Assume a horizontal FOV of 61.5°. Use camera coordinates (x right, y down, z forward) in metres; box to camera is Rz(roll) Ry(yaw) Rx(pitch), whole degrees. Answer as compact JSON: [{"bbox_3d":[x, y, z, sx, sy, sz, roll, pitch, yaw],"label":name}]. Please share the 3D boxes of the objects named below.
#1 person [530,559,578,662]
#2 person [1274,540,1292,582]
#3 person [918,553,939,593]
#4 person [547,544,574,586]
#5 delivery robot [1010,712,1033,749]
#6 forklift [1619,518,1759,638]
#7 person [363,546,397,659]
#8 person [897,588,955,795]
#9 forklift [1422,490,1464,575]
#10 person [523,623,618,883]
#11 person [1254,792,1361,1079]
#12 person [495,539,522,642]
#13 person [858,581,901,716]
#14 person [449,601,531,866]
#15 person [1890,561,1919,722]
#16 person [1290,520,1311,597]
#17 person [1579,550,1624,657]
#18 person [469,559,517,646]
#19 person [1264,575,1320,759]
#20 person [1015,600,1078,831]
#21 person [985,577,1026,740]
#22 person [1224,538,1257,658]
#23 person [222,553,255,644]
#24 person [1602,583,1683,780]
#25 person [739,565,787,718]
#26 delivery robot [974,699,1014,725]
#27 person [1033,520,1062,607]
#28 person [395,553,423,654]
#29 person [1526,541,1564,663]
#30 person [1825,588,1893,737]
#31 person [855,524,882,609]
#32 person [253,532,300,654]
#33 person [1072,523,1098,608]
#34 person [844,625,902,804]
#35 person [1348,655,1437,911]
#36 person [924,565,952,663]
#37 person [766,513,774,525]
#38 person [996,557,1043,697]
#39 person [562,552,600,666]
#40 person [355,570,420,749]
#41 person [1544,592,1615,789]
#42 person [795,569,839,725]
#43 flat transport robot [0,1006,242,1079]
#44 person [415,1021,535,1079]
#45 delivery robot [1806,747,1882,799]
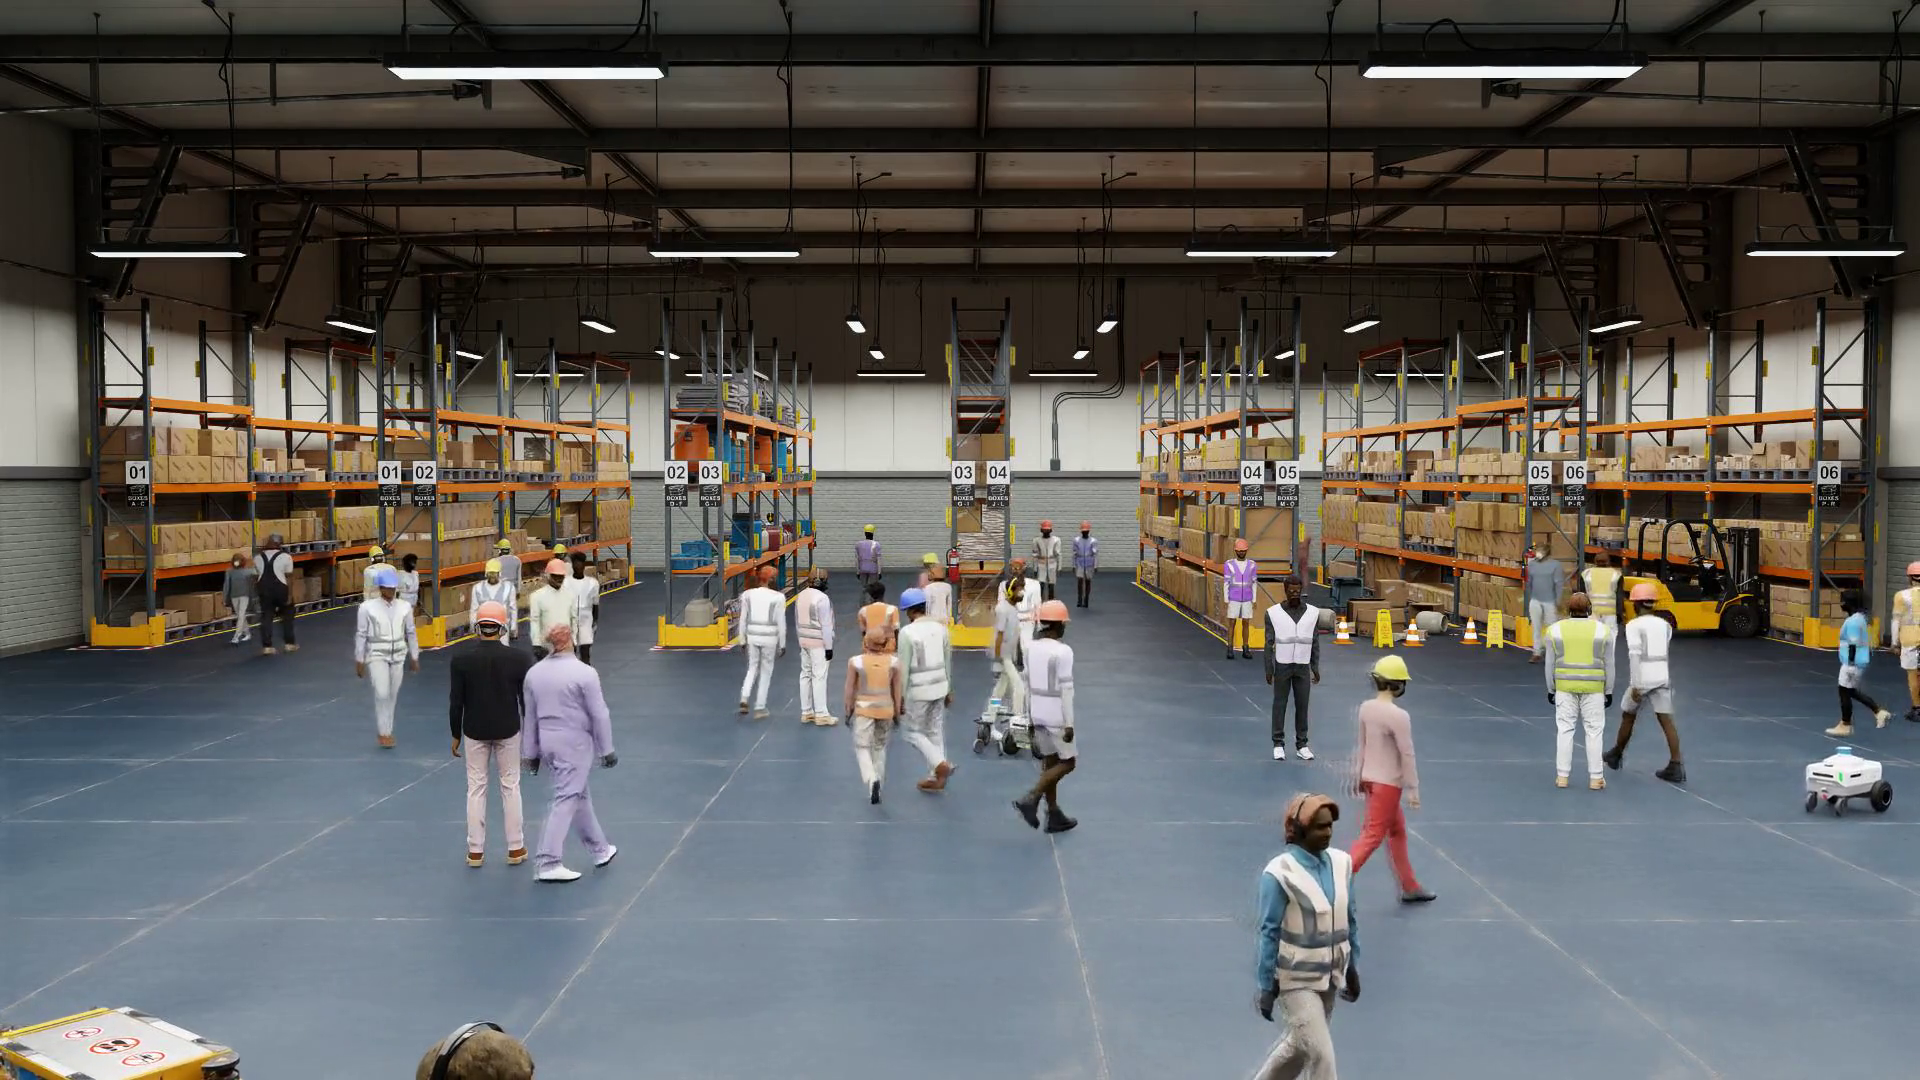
[{"bbox_3d":[-4.705,1.209,18.961,0.657,1.951,0.961,-2,3,-40],"label":"person"},{"bbox_3d":[7.484,0.481,37.680,0.585,1.927,0.366,0,2,12],"label":"person"},{"bbox_3d":[-0.535,1.066,25.129,0.488,1.748,0.537,1,2,24],"label":"person"},{"bbox_3d":[-6.891,0.949,27.890,0.526,1.769,0.330,1,2,13],"label":"person"},{"bbox_3d":[0.854,1.951,17.073,0.477,0.478,0.707,2,3,43],"label":"delivery robot"},{"bbox_3d":[13.417,0.684,29.791,2.313,2.155,1.214,0,2,0],"label":"forklift"},{"bbox_3d":[-9.299,1.005,25.811,0.403,1.822,0.589,2,3,35],"label":"person"},{"bbox_3d":[-0.308,1.396,14.819,0.597,1.909,0.692,2,3,41],"label":"person"},{"bbox_3d":[13.926,-0.371,47.846,1.873,2.768,1.129,0,2,0],"label":"forklift"},{"bbox_3d":[-2.815,1.541,11.900,0.624,1.853,0.852,2,3,38],"label":"person"},{"bbox_3d":[1.466,1.861,6.909,0.523,1.606,0.808,-2,3,-37],"label":"person"},{"bbox_3d":[-8.016,0.894,28.450,0.588,1.835,0.403,-2,3,-43],"label":"person"},{"bbox_3d":[-0.941,1.332,19.557,0.551,1.664,0.618,0,2,11],"label":"person"},{"bbox_3d":[-3.552,1.457,12.272,0.623,1.992,0.396,-1,2,-13],"label":"person"},{"bbox_3d":[11.493,1.215,19.418,0.538,1.916,0.420,0,2,4],"label":"person"},{"bbox_3d":[8.204,0.445,39.378,0.645,1.862,0.957,-1,2,-19],"label":"person"},{"bbox_3d":[9.559,1.070,24.072,0.624,1.829,0.440,1,2,24],"label":"person"},{"bbox_3d":[-6.322,1.169,21.812,0.611,1.800,0.787,0,2,-9],"label":"person"},{"bbox_3d":[3.454,1.318,16.843,0.589,1.914,0.377,0,2,-7],"label":"person"},{"bbox_3d":[0.707,1.450,13.268,0.595,1.921,0.553,-2,3,-37],"label":"person"},{"bbox_3d":[0.588,1.319,17.832,0.783,1.819,0.654,1,2,14],"label":"person"},{"bbox_3d":[4.523,0.940,25.995,0.548,1.936,0.378,0,2,-2],"label":"person"},{"bbox_3d":[-12.680,1.021,28.407,0.511,1.588,0.881,0,2,1],"label":"person"},{"bbox_3d":[6.722,1.372,15.860,0.584,1.875,0.994,-1,2,-19],"label":"person"},{"bbox_3d":[-2.399,1.230,19.562,0.606,1.863,0.485,1,2,16],"label":"person"},{"bbox_3d":[0.375,1.815,17.279,0.335,0.223,0.698,1,2,21],"label":"delivery robot"},{"bbox_3d":[1.833,0.595,33.843,0.630,2.008,0.926,0,2,3],"label":"person"},{"bbox_3d":[-9.271,1.045,26.888,0.789,1.664,0.538,1,2,18],"label":"person"},{"bbox_3d":[9.255,0.968,25.493,0.628,1.924,0.722,2,3,45],"label":"person"},{"bbox_3d":[10.083,1.375,18.110,0.559,1.676,0.536,2,3,37],"label":"person"},{"bbox_3d":[-1.902,0.638,33.732,0.588,1.927,0.370,1,2,20],"label":"person"},{"bbox_3d":[-11.323,0.878,26.826,0.703,2.000,0.808,0,2,4],"label":"person"},{"bbox_3d":[2.773,0.569,35.854,0.574,1.892,0.947,0,2,7],"label":"person"},{"bbox_3d":[-0.761,1.566,14.414,0.529,1.612,0.693,-1,2,-17],"label":"person"},{"bbox_3d":[2.860,1.641,10.981,0.892,1.726,0.538,-1,2,-16],"label":"person"},{"bbox_3d":[-0.334,1.181,23.701,0.507,1.631,0.266,-2,3,-39],"label":"person"},{"bbox_3d":[-5.591,0.134,47.278,0.338,1.865,0.507,-1,2,-21],"label":"person"},{"bbox_3d":[0.771,1.159,21.299,0.614,1.867,0.532,1,2,16],"label":"person"},{"bbox_3d":[-5.213,1.117,21.968,0.623,1.916,1.031,-1,2,-18],"label":"person"},{"bbox_3d":[-6.122,1.286,17.392,0.707,1.922,0.635,2,3,45],"label":"person"},{"bbox_3d":[5.856,1.413,15.259,0.627,1.847,0.429,1,2,24],"label":"person"},{"bbox_3d":[-1.702,1.260,19.187,0.430,1.840,0.623,-2,3,-38],"label":"person"},{"bbox_3d":[-4.107,2.506,7.754,1.431,0.197,0.652,2,3,37],"label":"flat transport robot"},{"bbox_3d":[-0.897,1.853,2.991,0.371,1.940,0.627,1,2,19],"label":"person"},{"bbox_3d":[7.770,2.063,14.191,0.707,0.478,0.477,-2,3,-33],"label":"delivery robot"}]
